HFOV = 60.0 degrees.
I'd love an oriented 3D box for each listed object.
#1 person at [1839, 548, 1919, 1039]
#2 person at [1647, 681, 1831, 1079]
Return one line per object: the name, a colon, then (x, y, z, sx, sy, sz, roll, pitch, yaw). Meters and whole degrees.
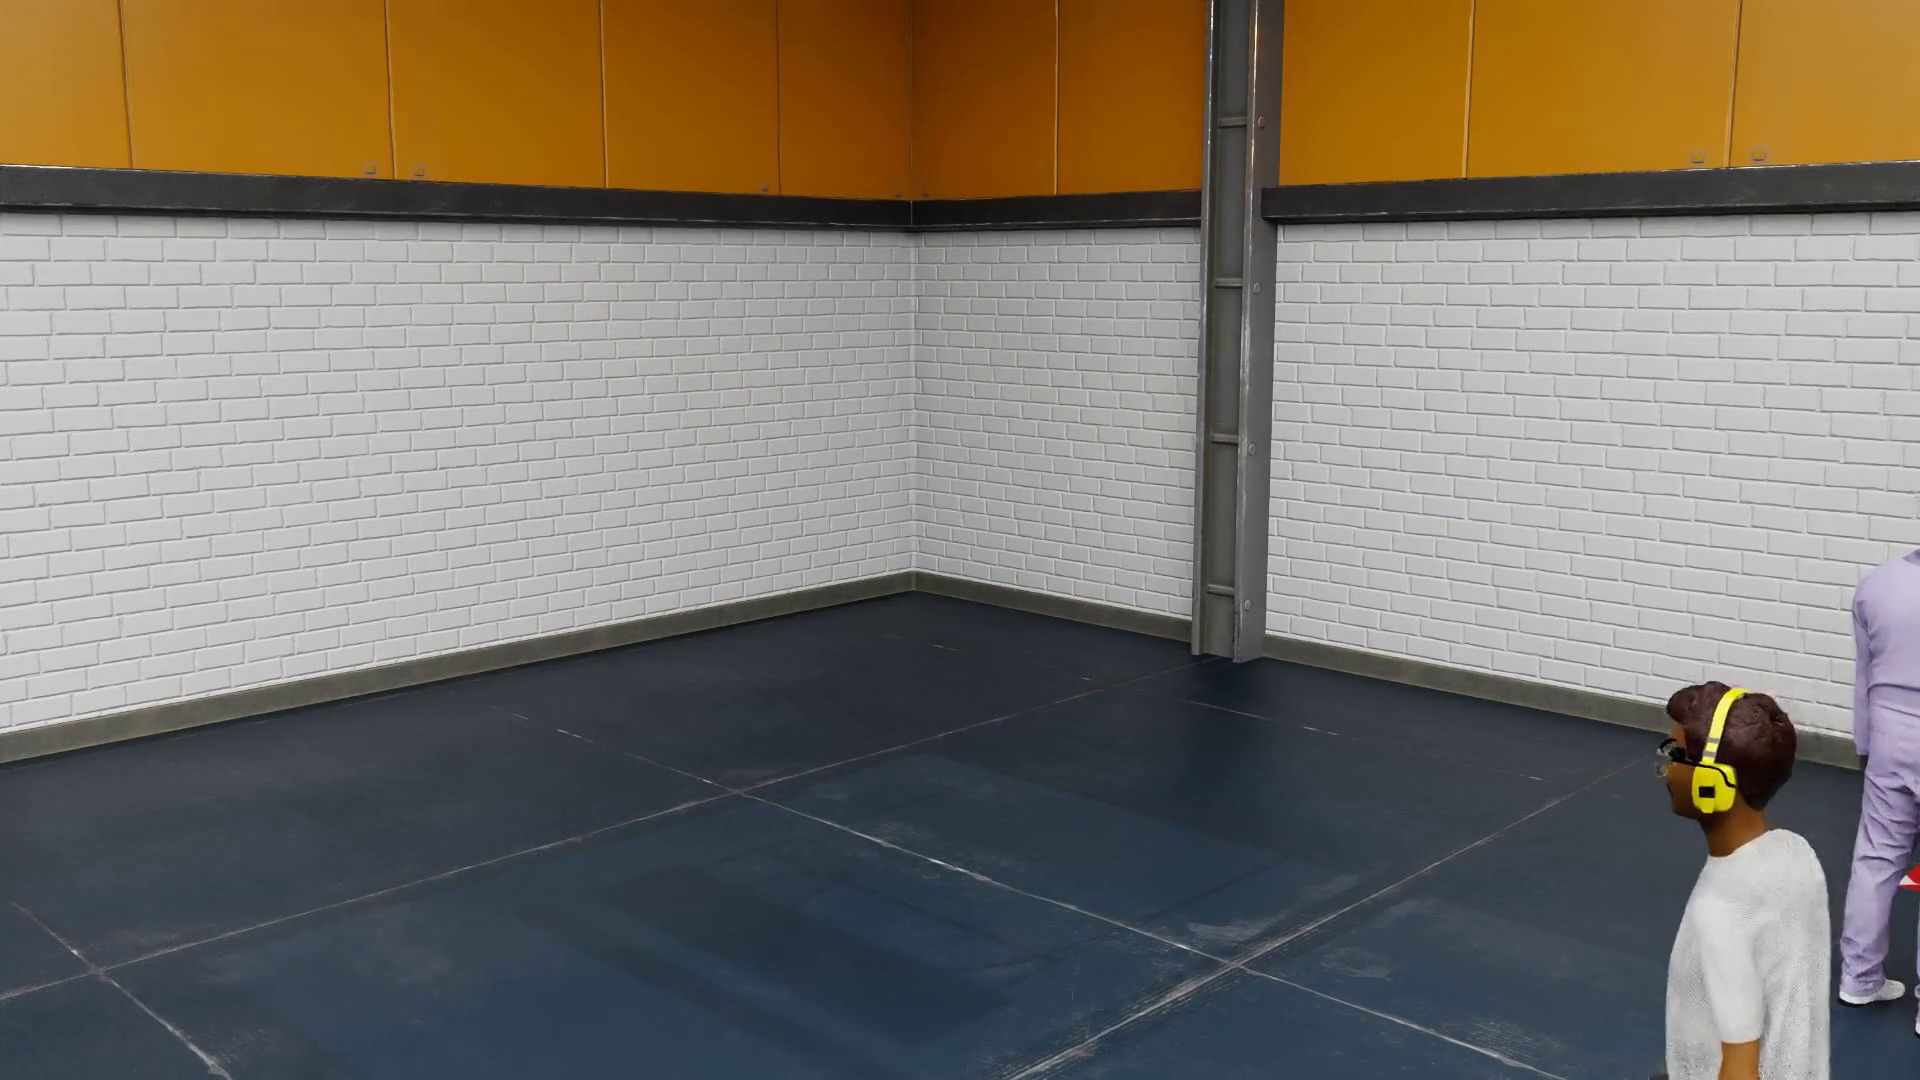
person: (3.350, 0.748, 5.669, 0.403, 1.900, 0.639, -4, 10, -24)
person: (1.451, 1.173, 3.282, 0.510, 1.825, 0.953, -9, 13, -42)
